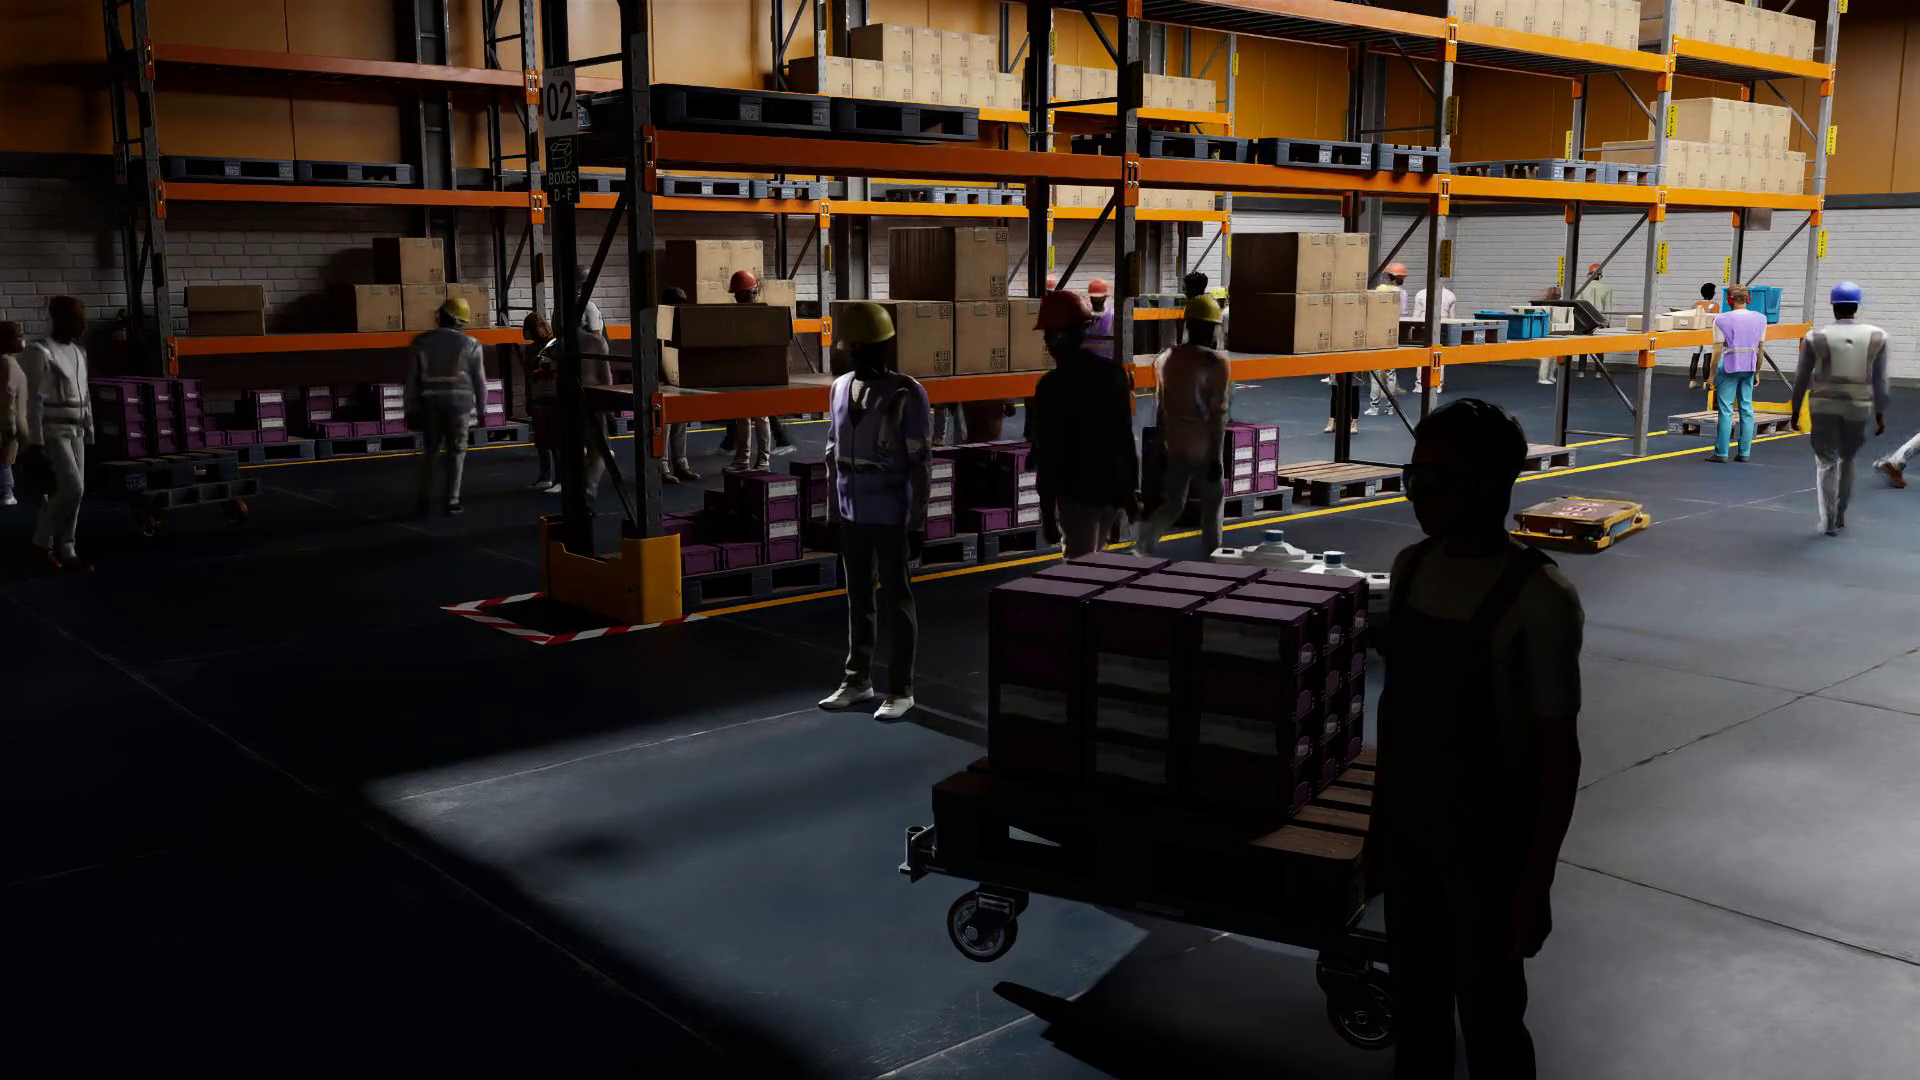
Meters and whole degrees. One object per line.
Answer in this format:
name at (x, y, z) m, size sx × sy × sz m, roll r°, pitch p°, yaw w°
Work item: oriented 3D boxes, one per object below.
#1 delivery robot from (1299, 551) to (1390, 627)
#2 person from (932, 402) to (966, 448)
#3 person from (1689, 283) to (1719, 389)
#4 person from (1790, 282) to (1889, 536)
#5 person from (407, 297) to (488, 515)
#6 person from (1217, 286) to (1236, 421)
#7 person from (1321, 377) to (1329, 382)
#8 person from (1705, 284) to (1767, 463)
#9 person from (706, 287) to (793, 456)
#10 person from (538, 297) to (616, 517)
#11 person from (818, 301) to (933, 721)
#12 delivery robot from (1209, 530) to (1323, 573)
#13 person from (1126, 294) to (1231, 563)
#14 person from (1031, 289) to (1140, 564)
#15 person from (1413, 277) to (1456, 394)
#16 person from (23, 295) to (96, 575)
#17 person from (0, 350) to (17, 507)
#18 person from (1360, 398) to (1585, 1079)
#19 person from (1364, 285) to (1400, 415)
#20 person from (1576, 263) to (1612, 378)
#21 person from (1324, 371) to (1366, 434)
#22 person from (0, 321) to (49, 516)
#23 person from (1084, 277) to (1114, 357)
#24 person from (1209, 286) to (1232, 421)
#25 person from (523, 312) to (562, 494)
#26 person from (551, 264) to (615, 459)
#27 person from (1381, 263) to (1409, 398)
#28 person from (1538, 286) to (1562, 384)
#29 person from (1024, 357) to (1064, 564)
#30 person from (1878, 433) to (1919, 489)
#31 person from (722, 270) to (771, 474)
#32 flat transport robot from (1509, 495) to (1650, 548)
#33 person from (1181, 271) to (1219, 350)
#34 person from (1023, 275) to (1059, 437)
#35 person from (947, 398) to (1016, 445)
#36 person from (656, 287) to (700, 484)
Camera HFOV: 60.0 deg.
delivery robot at (1.973, 0.303, 8.833) m, size 0.707 × 0.478 × 0.477 m, roll -2°, pitch 10°, yaw -8°
person at (-0.137, -1.867, 17.772) m, size 0.628 × 1.940 × 0.373 m, roll 7°, pitch 12°, yaw 37°
person at (11.915, -3.257, 26.609) m, size 0.321 × 1.697 × 0.529 m, roll -5°, pitch 11°, yaw -25°
person at (6.742, -1.018, 12.822) m, size 0.646 × 1.921 × 0.756 m, roll 3°, pitch 10°, yaw 14°
person at (-4.214, -1.103, 13.729) m, size 0.615 × 1.790 × 0.503 m, roll -1°, pitch 10°, yaw -6°
person at (3.136, -2.061, 19.178) m, size 0.364 × 1.853 × 0.520 m, roll 3°, pitch 10°, yaw 18°
person at (6.332, -3.598, 28.102) m, size 0.518 × 1.874 × 0.330 m, roll -9°, pitch 13°, yaw -43°
person at (7.957, -1.697, 17.063) m, size 0.563 × 1.839 × 0.389 m, roll -1°, pitch 10°, yaw -6°
person at (-2.229, -1.819, 17.680) m, size 0.908 × 1.881 × 0.609 m, roll -3°, pitch 10°, yaw -17°
person at (-3.057, -1.044, 13.281) m, size 0.620 × 1.819 × 0.421 m, roll 1°, pitch 10°, yaw 6°
person at (-0.399, -0.131, 7.654) m, size 0.587 × 1.921 × 0.390 m, roll 8°, pitch 12°, yaw 38°
delivery robot at (1.787, 0.185, 9.508) m, size 0.707 × 0.478 × 0.477 m, roll 4°, pitch 10°, yaw 18°
person at (1.420, -0.598, 10.500) m, size 0.850 × 1.893 × 0.592 m, roll -9°, pitch 13°, yaw -41°
person at (0.587, -0.221, 8.059) m, size 0.518 × 1.962 × 0.635 m, roll 9°, pitch 13°, yaw 42°
person at (7.328, -3.208, 25.763) m, size 0.653 × 1.894 × 0.401 m, roll 0°, pitch 10°, yaw 1°
person at (-5.954, -0.688, 11.068) m, size 0.402 × 1.866 × 0.610 m, roll 1°, pitch 10°, yaw 3°
person at (-8.309, -1.206, 13.991) m, size 0.636 × 1.911 × 0.405 m, roll -6°, pitch 11°, yaw -31°
person at (1.021, 0.629, 3.429) m, size 0.331 × 1.844 × 0.521 m, roll -5°, pitch 11°, yaw -25°
person at (5.643, -2.543, 22.296) m, size 0.488 × 1.743 × 0.321 m, roll -2°, pitch 10°, yaw -13°
person at (11.068, -3.834, 29.120) m, size 0.612 × 1.994 × 0.395 m, roll 3°, pitch 10°, yaw 19°
person at (4.623, -2.107, 19.892) m, size 0.531 × 1.692 × 0.320 m, roll 5°, pitch 11°, yaw 28°
person at (-7.746, -0.967, 13.483) m, size 0.776 × 1.607 × 0.505 m, roll -6°, pitch 12°, yaw -32°
person at (1.537, -1.923, 18.231) m, size 0.542 × 1.905 × 0.835 m, roll 3°, pitch 10°, yaw 16°
person at (3.204, -2.321, 21.011) m, size 0.805 × 1.733 × 0.560 m, roll -6°, pitch 11°, yaw -32°
person at (-3.760, -1.230, 14.968) m, size 0.288 × 1.626 × 0.497 m, roll -9°, pitch 13°, yaw -43°
person at (-3.952, -1.885, 17.573) m, size 0.685 × 2.000 × 0.538 m, roll 8°, pitch 13°, yaw 40°
person at (6.573, -3.131, 24.934) m, size 0.769 × 2.014 × 0.629 m, roll -4°, pitch 10°, yaw -20°
person at (9.862, -3.384, 27.588) m, size 0.507 × 1.623 × 0.520 m, roll 2°, pitch 10°, yaw 13°
person at (0.685, -0.548, 10.995) m, size 0.625 × 1.617 × 0.530 m, roll -8°, pitch 12°, yaw -39°
person at (8.865, -1.362, 14.931) m, size 0.928 × 1.907 × 0.640 m, roll 7°, pitch 12°, yaw 34°
person at (-2.059, -1.604, 16.091) m, size 0.609 × 1.986 × 0.391 m, roll 8°, pitch 13°, yaw 40°
flat transport robot at (4.698, -0.150, 12.589) m, size 0.652 × 0.197 × 1.431 m, roll 7°, pitch 12°, yaw 36°
person at (2.528, -1.858, 17.644) m, size 0.373 × 1.963 × 0.607 m, roll -3°, pitch 10°, yaw -15°
person at (0.979, -2.128, 19.425) m, size 0.516 × 1.908 × 0.567 m, roll 6°, pitch 11°, yaw 31°
person at (0.173, -1.240, 14.237) m, size 0.647 × 1.892 × 0.480 m, roll 9°, pitch 13°, yaw 44°
person at (-2.683, -1.450, 15.630) m, size 0.429 × 1.838 × 0.621 m, roll 6°, pitch 11°, yaw 30°
